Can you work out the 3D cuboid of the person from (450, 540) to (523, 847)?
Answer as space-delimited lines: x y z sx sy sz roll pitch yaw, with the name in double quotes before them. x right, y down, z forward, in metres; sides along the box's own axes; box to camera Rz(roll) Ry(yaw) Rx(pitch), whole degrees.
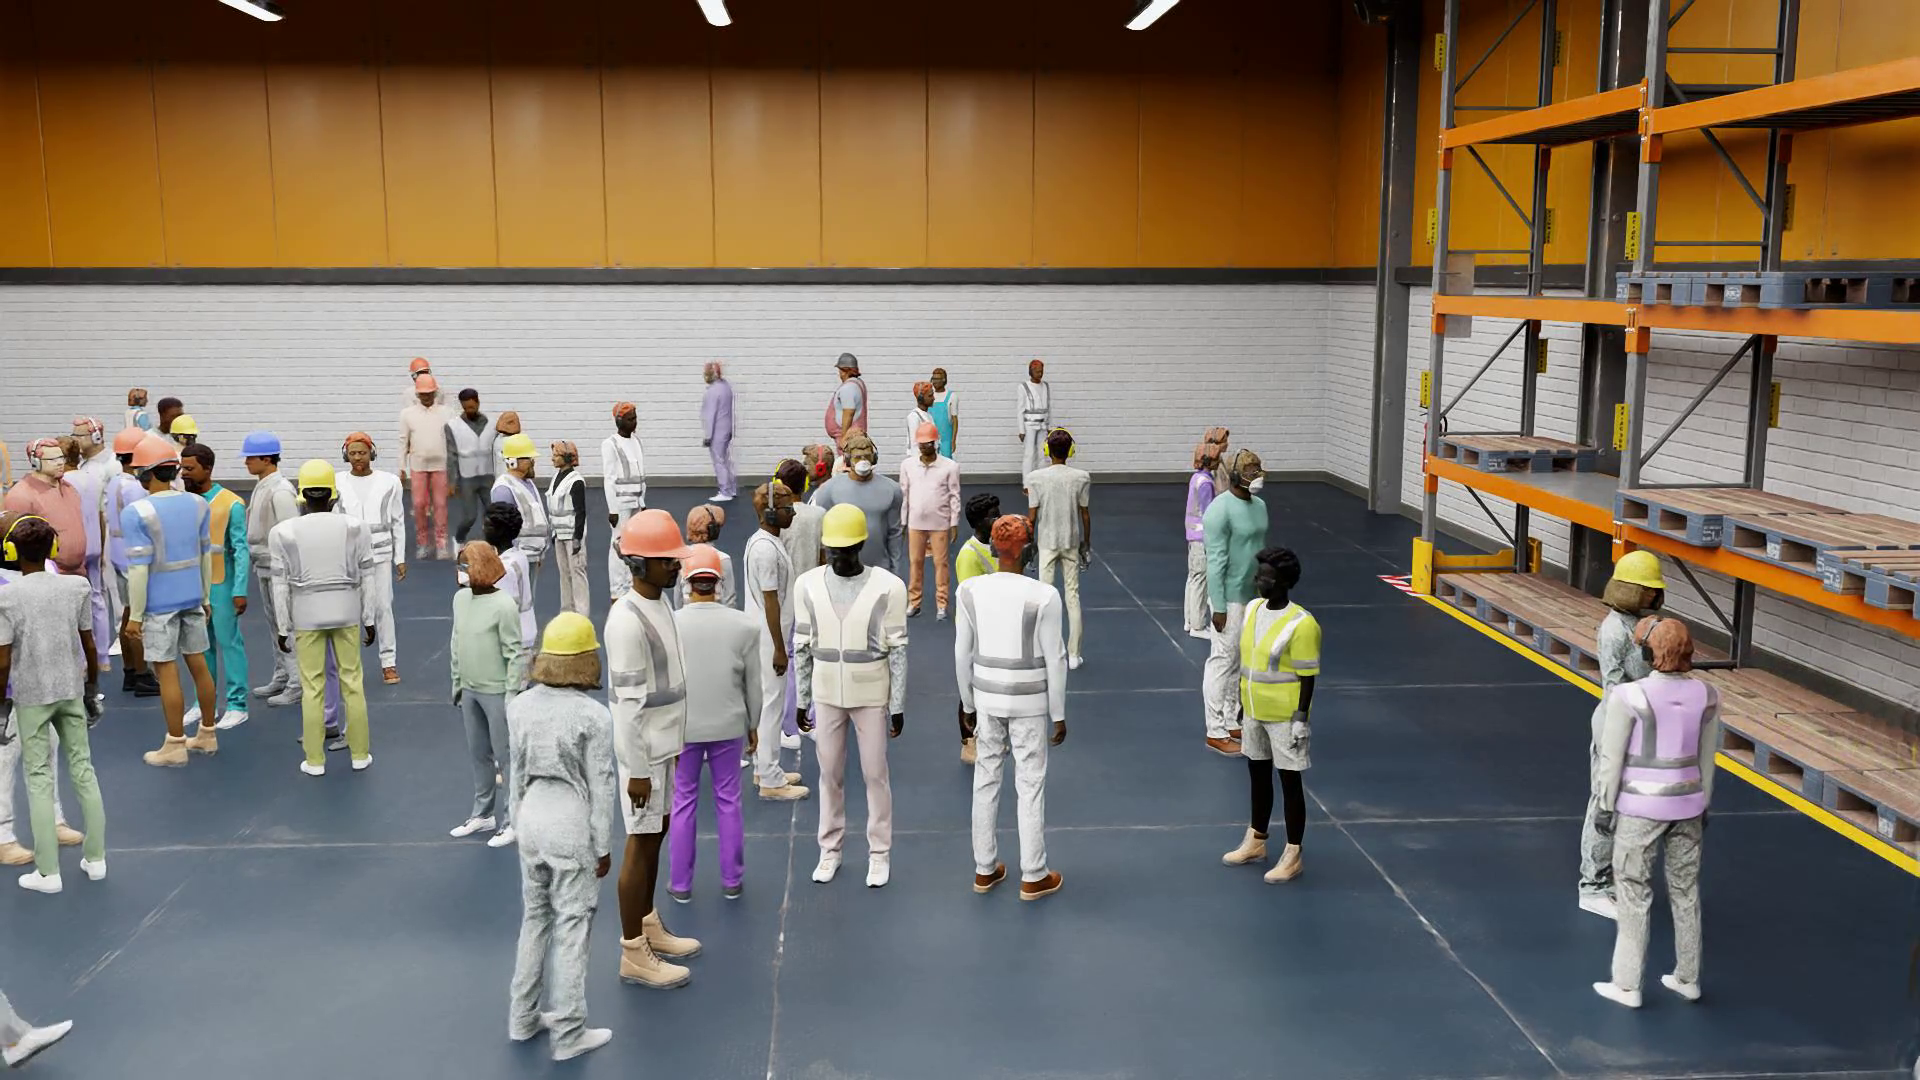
"person" -2.527 0.809 8.853 0.507 1.632 0.272 6 11 35

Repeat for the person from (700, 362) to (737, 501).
"person" -3.266 -1.441 22.249 0.410 1.873 0.709 2 9 10

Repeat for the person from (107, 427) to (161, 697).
"person" -5.918 0.156 11.995 0.370 1.939 0.543 -7 12 -39

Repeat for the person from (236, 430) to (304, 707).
"person" -4.829 0.197 11.712 0.404 1.945 0.615 -7 11 -37

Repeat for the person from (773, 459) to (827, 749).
"person" -1.069 0.405 10.672 0.316 1.864 0.531 9 12 43

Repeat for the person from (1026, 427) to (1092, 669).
"person" 0.753 0.067 12.771 0.520 1.871 0.326 -1 9 -4

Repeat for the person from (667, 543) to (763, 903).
"person" -1.238 0.883 8.056 0.573 1.741 0.355 -3 10 -18

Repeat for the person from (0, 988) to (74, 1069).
"person" -3.760 1.269 6.038 0.854 1.593 0.543 -4 10 -24

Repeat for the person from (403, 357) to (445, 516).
"person" -6.752 -1.300 20.965 0.396 1.993 0.618 6 11 33

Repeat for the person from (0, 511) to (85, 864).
"person" -4.873 0.751 8.622 0.431 1.833 0.632 3 9 18

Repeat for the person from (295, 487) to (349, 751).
"person" -4.056 0.458 10.638 0.525 1.772 0.310 7 11 36

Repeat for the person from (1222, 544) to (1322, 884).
"person" 1.569 0.860 8.331 0.319 1.699 0.533 -5 10 -30

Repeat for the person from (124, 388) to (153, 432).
"person" -10.122 -1.051 20.527 0.515 1.636 0.315 8 12 41

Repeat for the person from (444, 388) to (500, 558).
"person" -5.042 -0.650 17.246 0.653 1.881 0.547 -8 12 -42

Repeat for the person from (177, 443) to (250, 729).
"person" -5.014 0.302 11.141 0.589 1.920 0.398 3 10 20

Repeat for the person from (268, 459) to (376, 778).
"person" -3.833 0.472 10.048 0.587 1.928 0.362 -5 10 -27

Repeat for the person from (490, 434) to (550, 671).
"person" -3.320 0.108 12.631 0.403 1.833 0.586 0 9 3

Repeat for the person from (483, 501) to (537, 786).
"person" -2.685 0.610 9.904 0.319 1.697 0.533 -1 9 -7

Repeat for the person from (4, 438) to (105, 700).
"person" -6.280 0.241 11.565 0.408 1.908 0.641 1 9 5

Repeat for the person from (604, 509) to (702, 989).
"person" -1.301 0.878 7.136 0.382 2.041 0.616 0 9 2

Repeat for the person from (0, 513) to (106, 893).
"person" -4.491 0.797 8.182 0.327 1.874 0.517 7 12 39

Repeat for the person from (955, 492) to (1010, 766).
"person" 0.140 0.546 10.306 0.318 1.697 0.535 3 9 17

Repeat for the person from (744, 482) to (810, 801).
"person" -1.074 0.581 9.625 0.345 1.846 0.507 -2 9 -13

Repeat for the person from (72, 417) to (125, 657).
"person" -6.876 -0.027 13.246 0.655 1.906 0.407 4 10 23

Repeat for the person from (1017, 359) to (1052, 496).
"person" 1.033 -1.540 22.849 0.584 1.879 0.367 -8 12 -40

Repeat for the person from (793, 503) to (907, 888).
"person" -0.549 0.765 8.240 0.586 1.920 0.396 2 9 13

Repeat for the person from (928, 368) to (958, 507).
"person" -0.267 -1.288 21.357 0.507 1.846 0.346 4 10 24

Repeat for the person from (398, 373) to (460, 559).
"person" -5.659 -0.783 17.740 0.627 1.992 0.396 -3 9 -17

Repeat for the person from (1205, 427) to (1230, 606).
"person" 2.334 -0.220 15.294 0.306 1.639 0.524 3 9 16

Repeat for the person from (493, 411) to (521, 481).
"person" -4.632 -0.516 17.171 0.277 1.633 0.507 -9 13 -44

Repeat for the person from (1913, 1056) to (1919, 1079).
"person" 2.964 1.392 4.521 0.564 1.844 0.673 -4 10 -26

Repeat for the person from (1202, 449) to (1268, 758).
"person" 1.766 0.387 10.551 0.373 1.940 0.628 7 11 37

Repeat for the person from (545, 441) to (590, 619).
"person" -3.314 -0.026 14.073 0.310 1.642 0.514 -7 11 -37

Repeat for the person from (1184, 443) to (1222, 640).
"person" 2.034 0.003 13.899 0.310 1.638 0.523 0 9 -1

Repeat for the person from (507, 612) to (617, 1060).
"person" -1.543 1.142 6.492 0.494 1.721 0.436 4 10 22

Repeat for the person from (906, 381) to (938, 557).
"person" -0.396 -0.769 17.984 0.355 1.883 0.575 2 9 12

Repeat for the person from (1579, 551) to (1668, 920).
"person" 3.155 0.909 7.888 0.304 1.741 0.494 6 11 33

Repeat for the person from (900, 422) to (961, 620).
"person" -0.275 -0.166 14.595 0.563 1.751 0.342 3 9 16

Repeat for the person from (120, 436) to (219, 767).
"person" -4.895 0.380 10.262 0.397 2.043 0.609 4 10 23

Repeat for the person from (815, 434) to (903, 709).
"person" -0.685 0.231 11.528 0.630 1.940 0.370 -3 10 -20

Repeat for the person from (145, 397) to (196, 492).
"person" -7.428 -0.398 15.609 0.583 1.899 0.515 -9 13 -43

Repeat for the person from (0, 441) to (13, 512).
"person" -8.428 -0.234 14.474 0.358 1.930 0.593 -5 10 -29

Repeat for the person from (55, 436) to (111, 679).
"person" -6.630 0.133 12.486 0.358 1.835 0.516 3 10 19

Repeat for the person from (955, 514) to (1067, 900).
"person" 0.256 0.808 8.079 0.574 1.883 0.355 4 10 26

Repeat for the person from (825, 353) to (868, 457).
"person" -1.468 -1.385 21.353 0.536 2.000 0.676 2 9 12

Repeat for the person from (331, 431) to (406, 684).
"person" -4.386 0.142 12.263 0.581 1.882 0.351 -3 10 -19

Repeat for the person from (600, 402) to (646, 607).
"person" -3.028 -0.314 15.118 0.345 1.882 0.584 3 10 18

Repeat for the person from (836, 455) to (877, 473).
"person" -0.754 0.191 12.354 0.330 1.750 0.573 -1 9 -4

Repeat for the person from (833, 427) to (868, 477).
"person" -0.988 -0.235 15.449 0.276 1.628 0.504 7 11 37

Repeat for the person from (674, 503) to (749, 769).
"person" -1.543 0.597 10.160 0.514 1.642 0.310 7 12 39

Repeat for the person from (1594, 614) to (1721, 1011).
"person" 2.891 1.124 6.895 0.516 1.630 0.319 -2 9 -14
